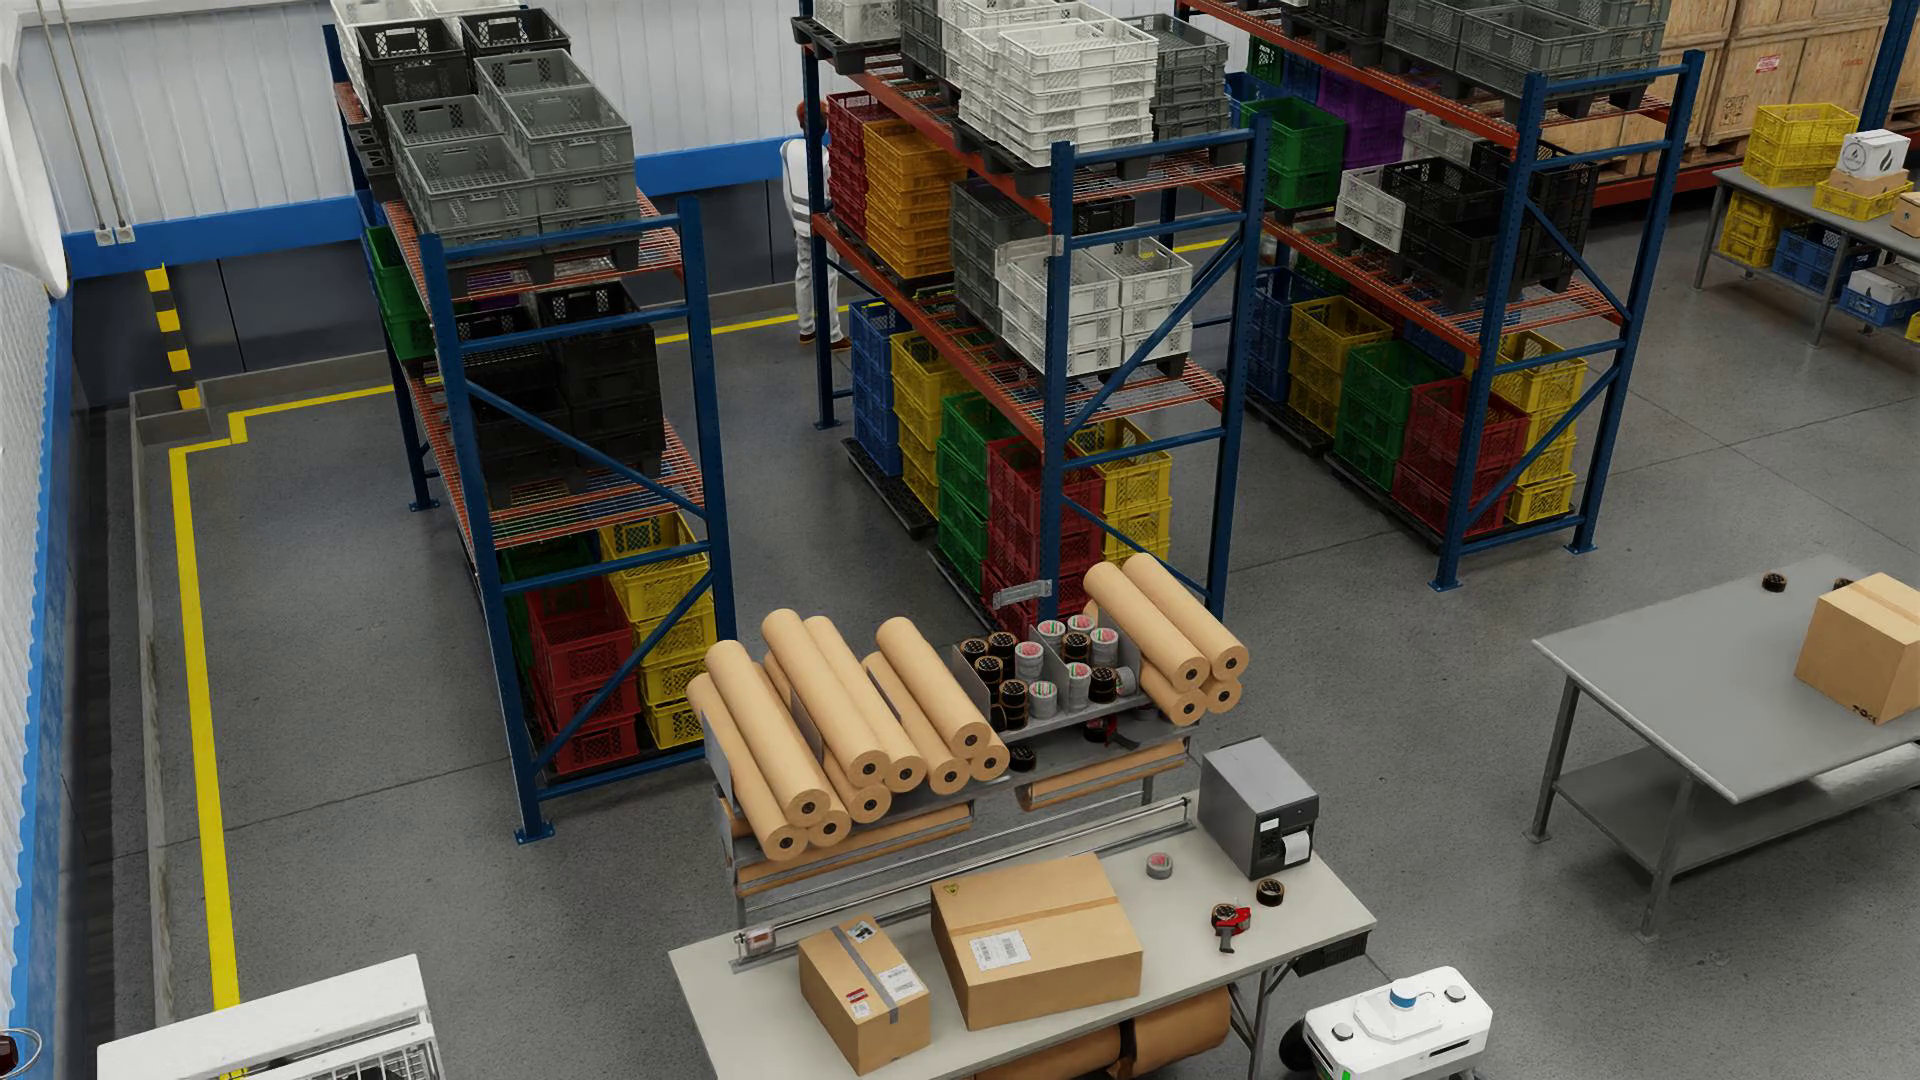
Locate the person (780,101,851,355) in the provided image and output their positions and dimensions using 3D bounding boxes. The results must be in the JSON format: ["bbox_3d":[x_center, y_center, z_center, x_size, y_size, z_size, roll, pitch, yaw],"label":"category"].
[{"bbox_3d":[-1.030,-2.272,12.108,0.576,1.884,0.355,25,39,34],"label":"person"}]

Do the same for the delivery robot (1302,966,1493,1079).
[{"bbox_3d":[1.701,1.916,6.478,0.707,0.478,0.477,-12,33,-19],"label":"delivery robot"}]
